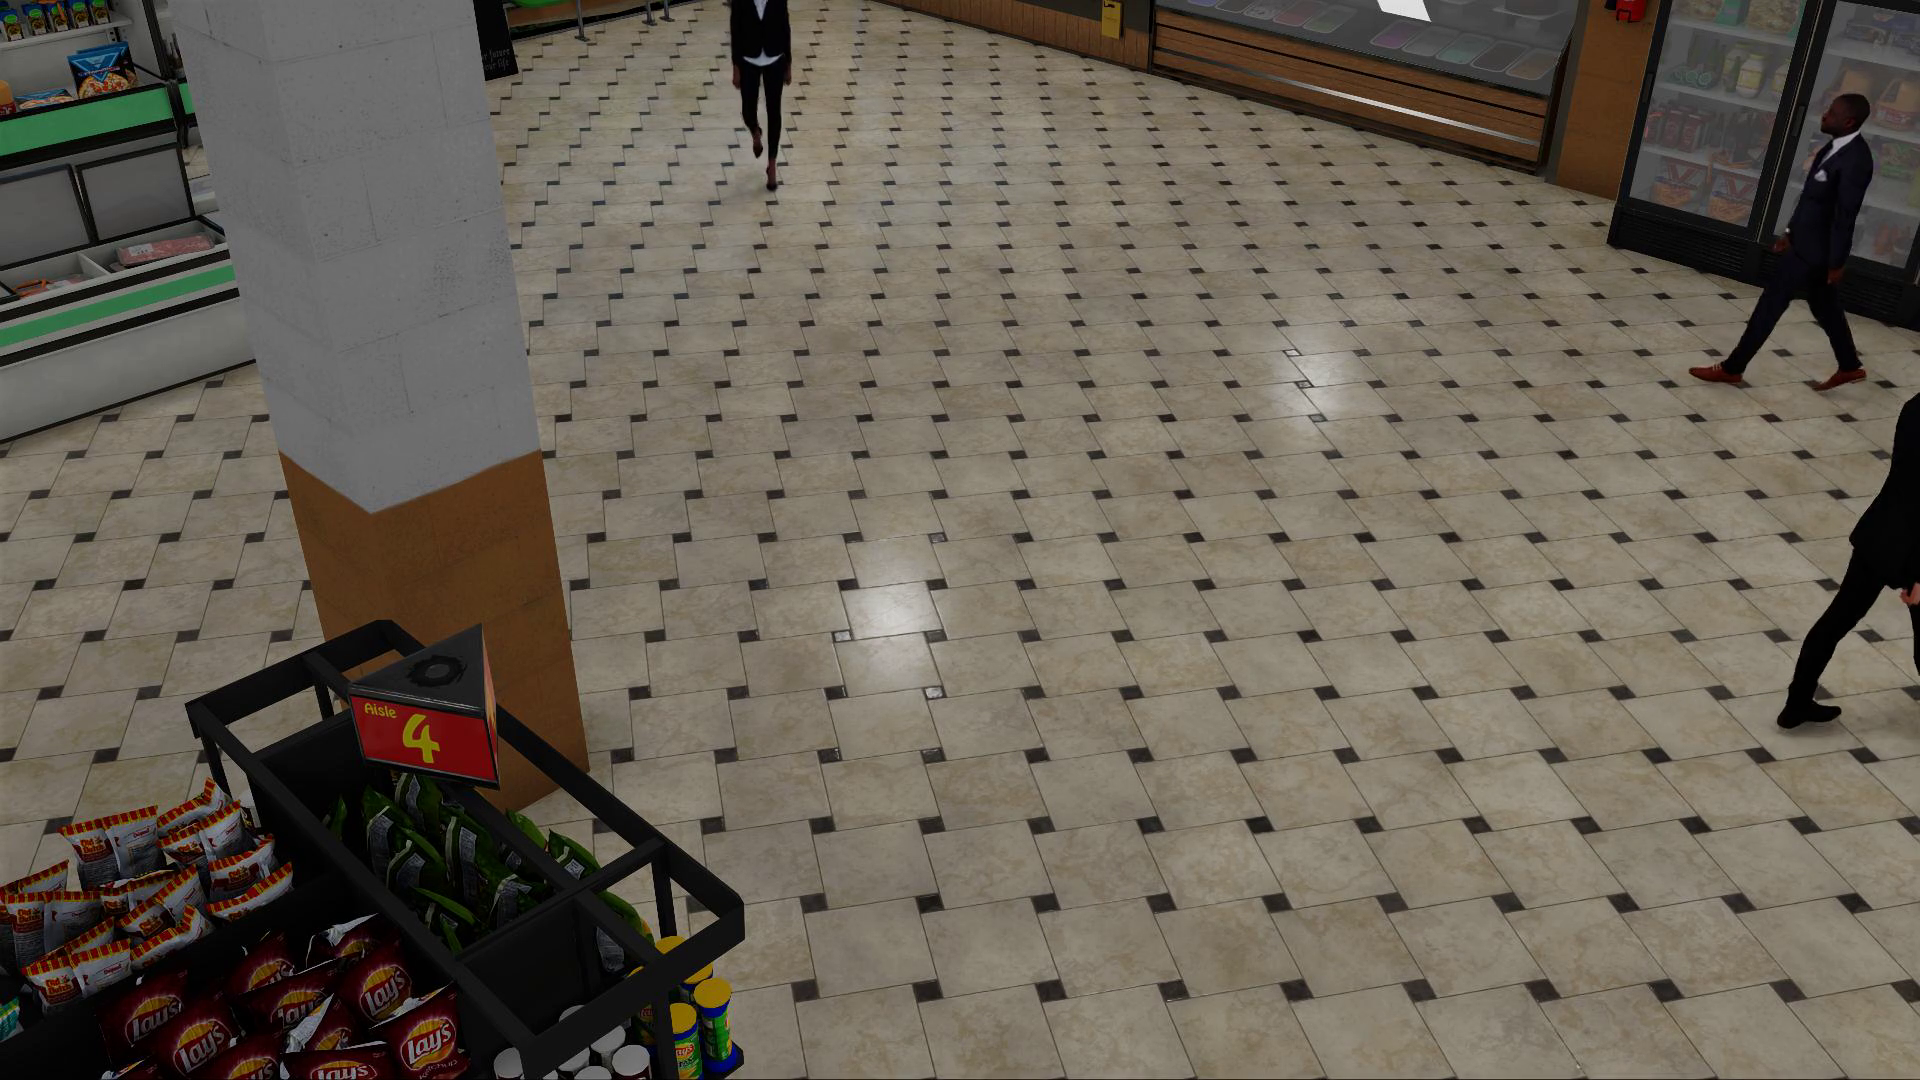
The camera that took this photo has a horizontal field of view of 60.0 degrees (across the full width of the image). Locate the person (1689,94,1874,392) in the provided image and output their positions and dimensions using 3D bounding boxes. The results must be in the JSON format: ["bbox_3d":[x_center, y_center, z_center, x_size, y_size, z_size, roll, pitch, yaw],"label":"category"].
[{"bbox_3d":[5.007,-1.653,9.543,1.073,1.798,1.245,11,34,17],"label":"person"}]

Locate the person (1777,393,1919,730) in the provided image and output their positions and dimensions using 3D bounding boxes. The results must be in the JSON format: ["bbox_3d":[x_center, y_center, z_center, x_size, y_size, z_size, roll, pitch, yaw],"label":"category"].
[{"bbox_3d":[3.773,0.037,6.783,1.263,1.844,1.091,-6,32,-10],"label":"person"}]

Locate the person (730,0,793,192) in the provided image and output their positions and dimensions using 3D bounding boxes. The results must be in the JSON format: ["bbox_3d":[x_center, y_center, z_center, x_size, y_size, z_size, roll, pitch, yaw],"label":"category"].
[{"bbox_3d":[-1.516,-3.600,12.646,0.860,1.826,0.894,-6,32,-9],"label":"person"}]
